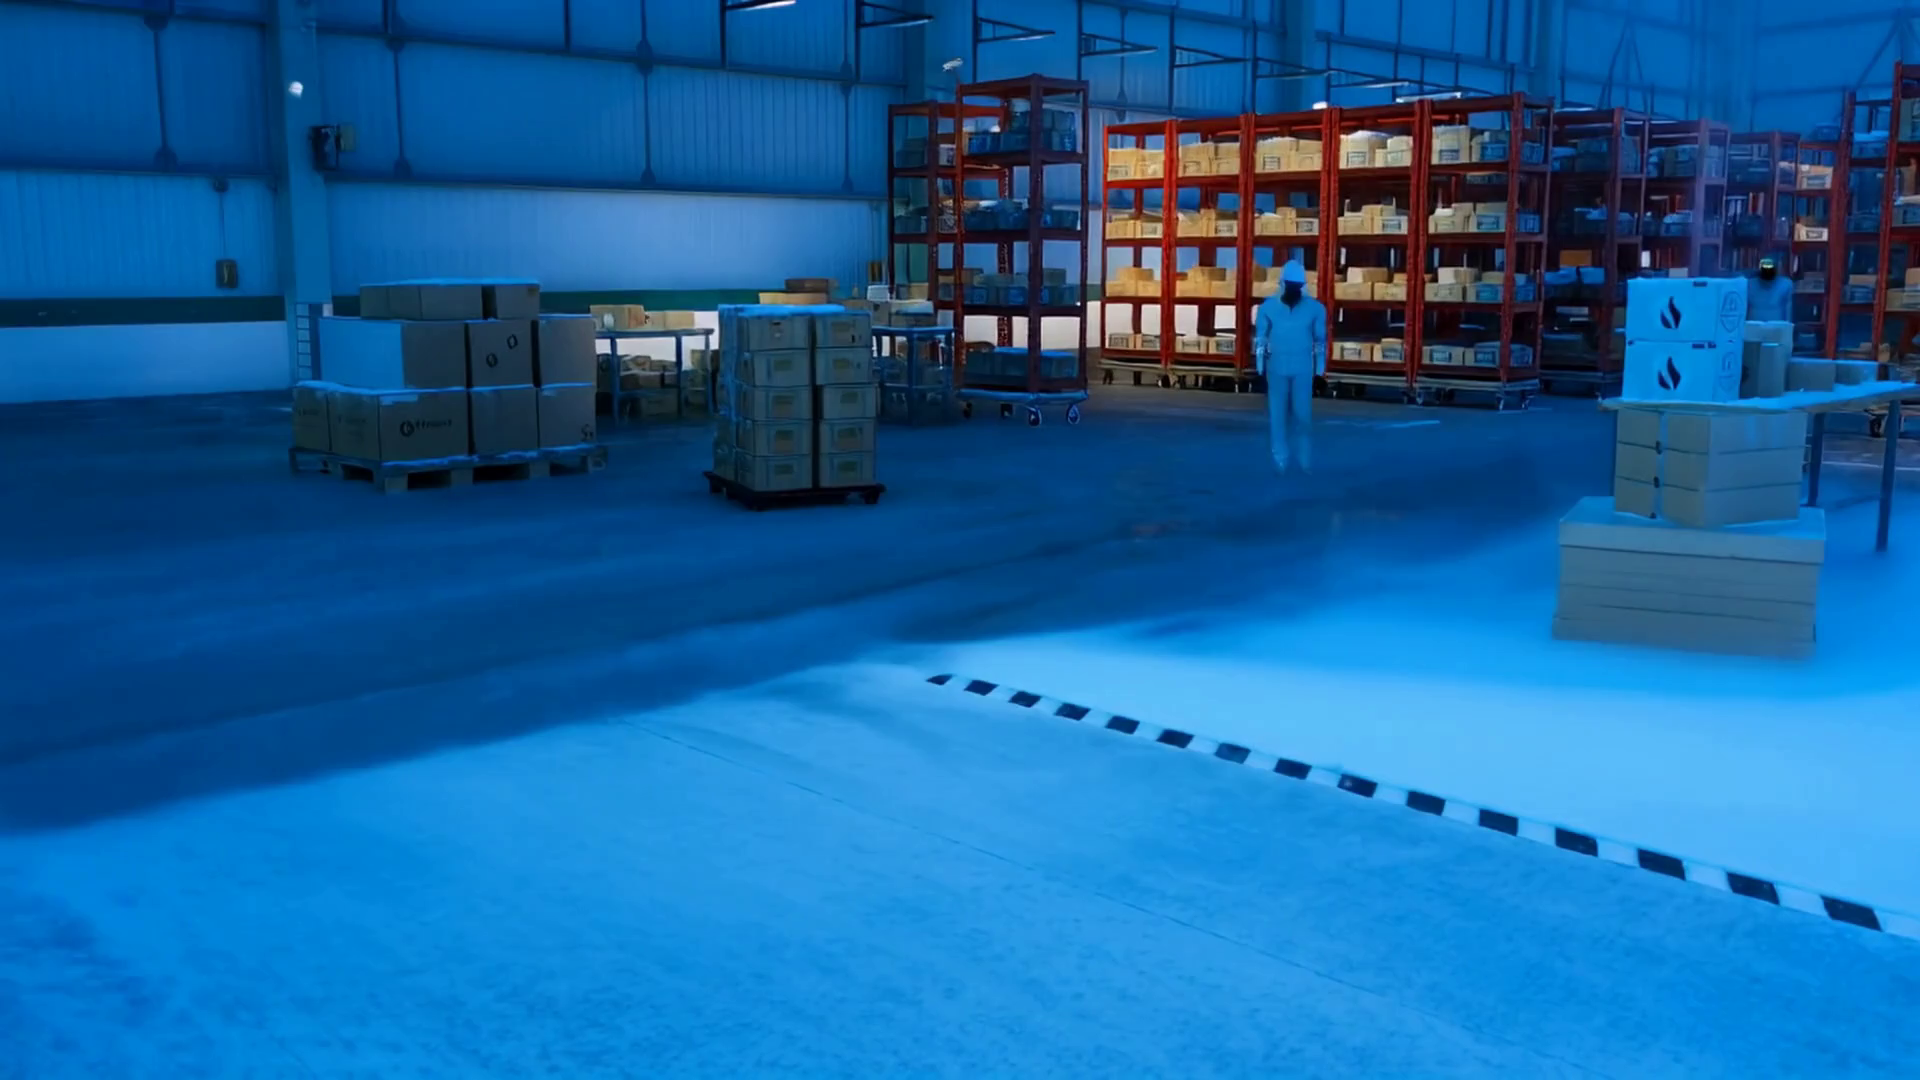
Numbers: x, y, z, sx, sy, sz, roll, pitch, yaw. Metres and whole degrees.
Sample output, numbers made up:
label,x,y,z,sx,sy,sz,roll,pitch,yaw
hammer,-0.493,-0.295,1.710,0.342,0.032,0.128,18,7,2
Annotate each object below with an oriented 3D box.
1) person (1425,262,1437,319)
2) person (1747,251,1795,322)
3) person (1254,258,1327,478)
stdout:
label,x,y,z,sx,sy,sz,roll,pitch,yaw
person,9.332,-4.734,33.425,0.604,1.815,0.812,6,11,33
person,9.266,-2.396,19.153,0.602,1.830,0.456,5,11,28
person,2.606,-1.347,13.155,0.566,1.737,0.381,2,10,13
